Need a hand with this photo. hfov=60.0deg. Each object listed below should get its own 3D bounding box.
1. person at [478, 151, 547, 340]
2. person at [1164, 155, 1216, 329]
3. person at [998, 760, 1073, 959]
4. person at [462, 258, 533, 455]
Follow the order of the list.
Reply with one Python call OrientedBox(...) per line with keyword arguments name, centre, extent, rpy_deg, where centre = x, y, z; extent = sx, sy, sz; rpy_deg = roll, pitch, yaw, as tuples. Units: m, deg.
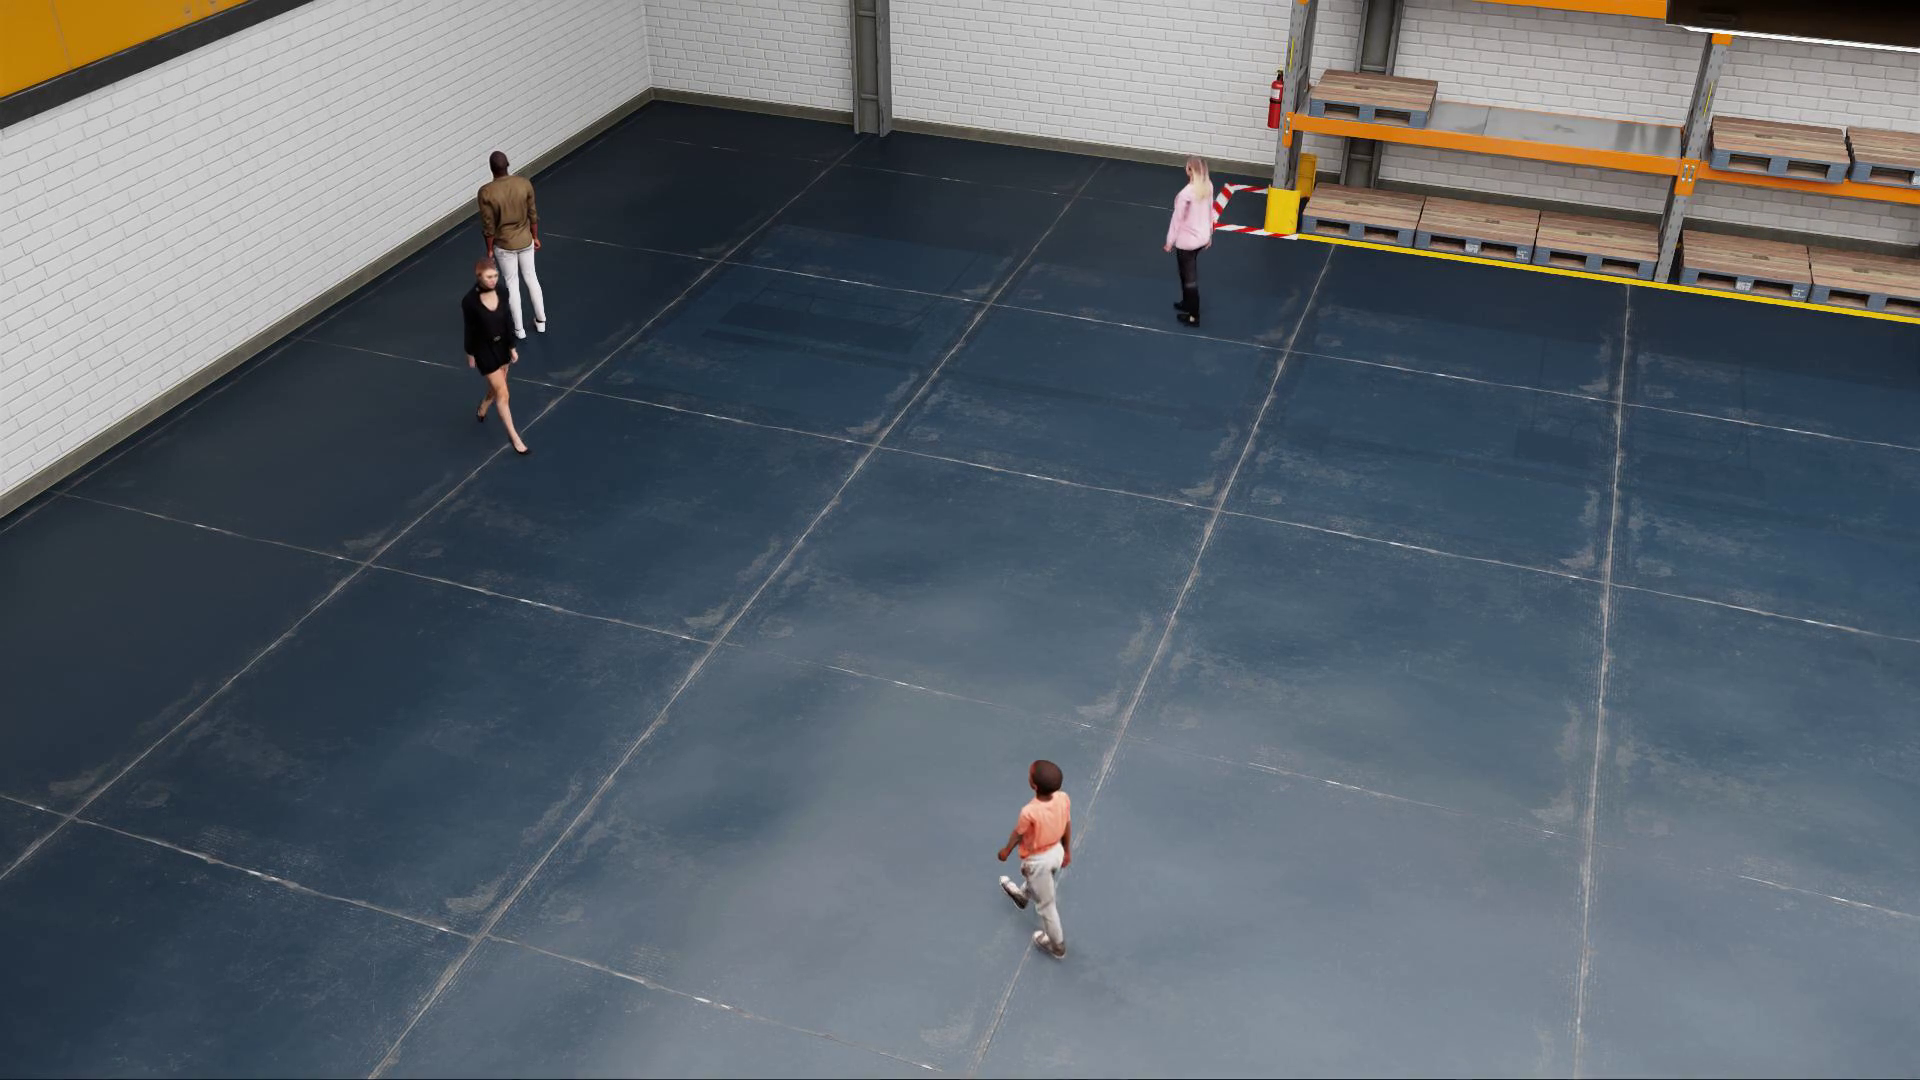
OrientedBox(name="person", centre=(-4.190, -2.777, 15.615), extent=(0.803, 1.825, 0.806), rpy_deg=(-21, 39, -29))
OrientedBox(name="person", centre=(2.267, -2.809, 15.800), extent=(0.789, 1.673, 0.732), rpy_deg=(28, 43, 36))
OrientedBox(name="person", centre=(0.496, 1.797, 9.225), extent=(0.743, 1.281, 0.909), rpy_deg=(-24, 41, -32))
OrientedBox(name="person", centre=(-3.931, -1.566, 13.885), extent=(0.854, 1.723, 1.137), rpy_deg=(-26, 41, -33))
